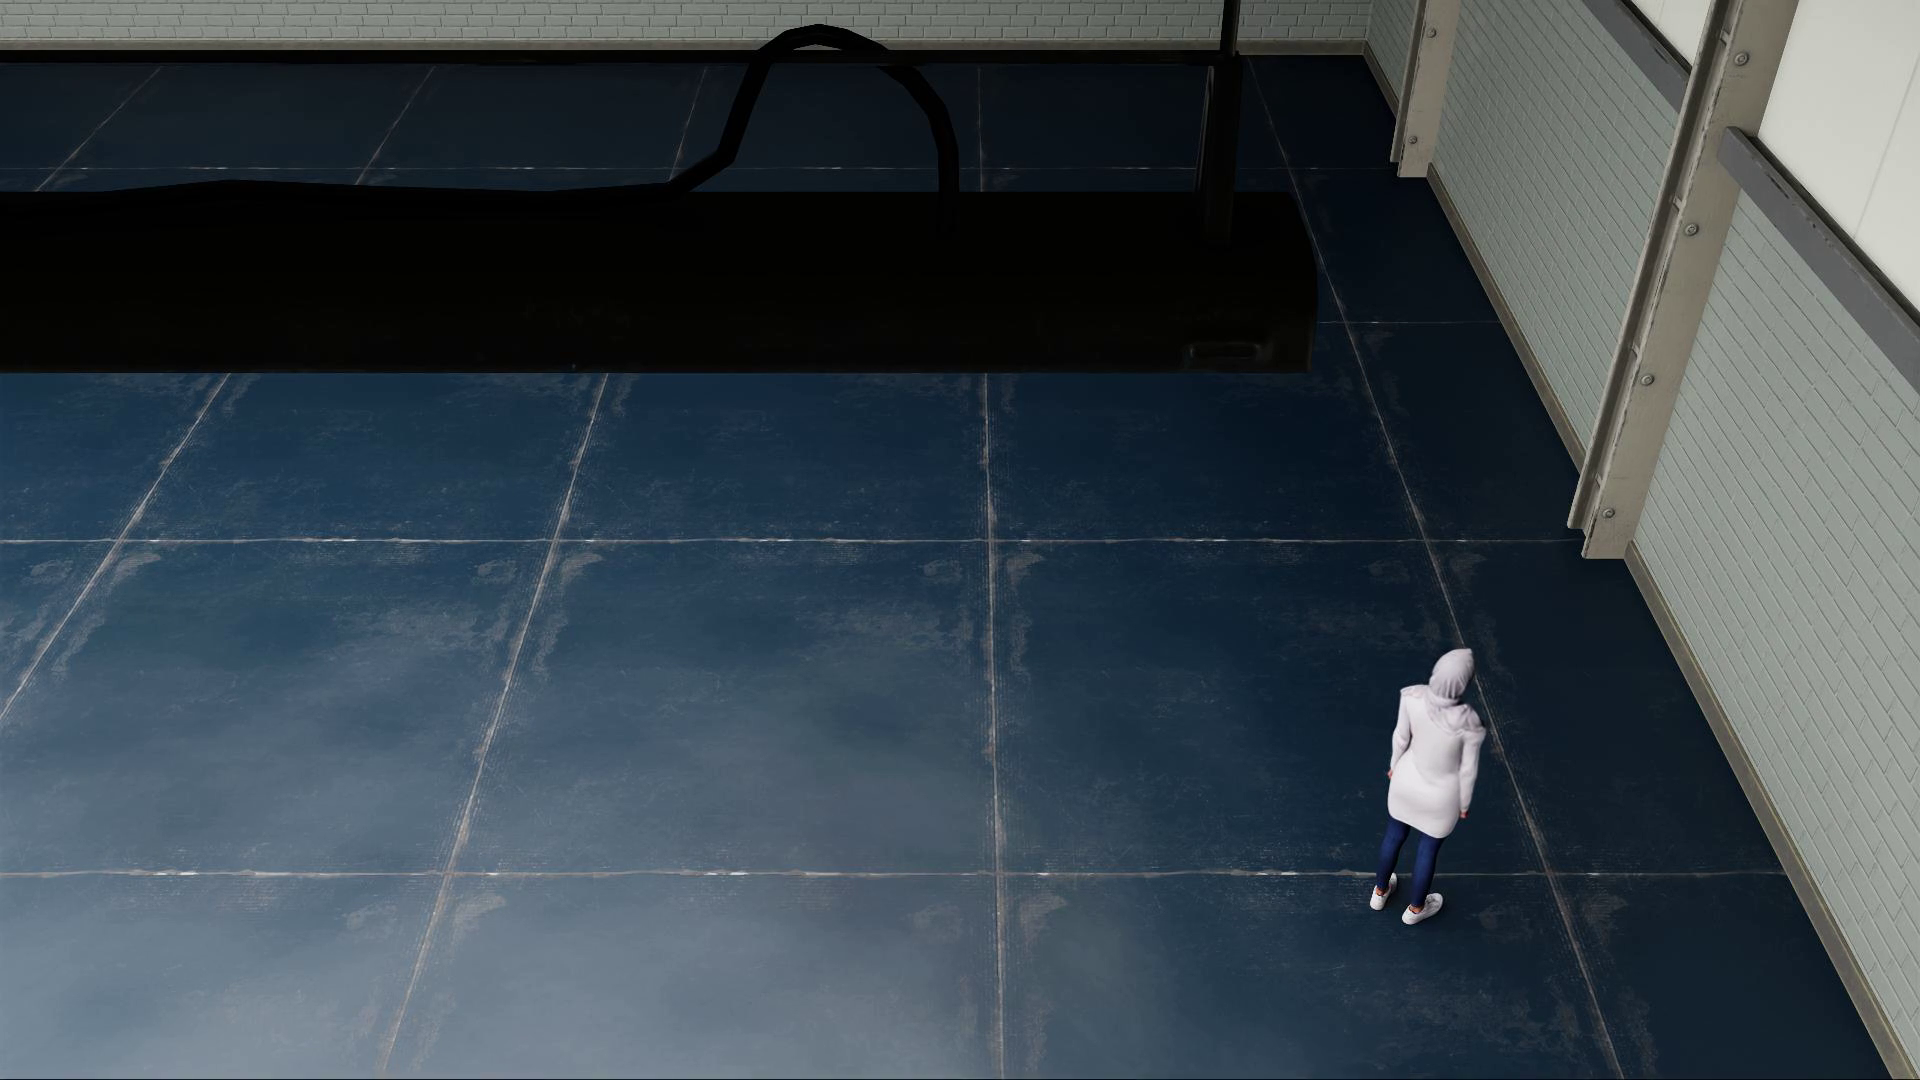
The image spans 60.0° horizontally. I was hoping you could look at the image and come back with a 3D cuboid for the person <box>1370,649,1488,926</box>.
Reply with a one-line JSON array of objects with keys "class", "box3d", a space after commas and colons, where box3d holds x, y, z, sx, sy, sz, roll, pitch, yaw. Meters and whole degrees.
[{"class": "person", "box3d": [2.339, 1.244, 8.341, 0.684, 1.776, 0.728, 28, 45, 31]}]
